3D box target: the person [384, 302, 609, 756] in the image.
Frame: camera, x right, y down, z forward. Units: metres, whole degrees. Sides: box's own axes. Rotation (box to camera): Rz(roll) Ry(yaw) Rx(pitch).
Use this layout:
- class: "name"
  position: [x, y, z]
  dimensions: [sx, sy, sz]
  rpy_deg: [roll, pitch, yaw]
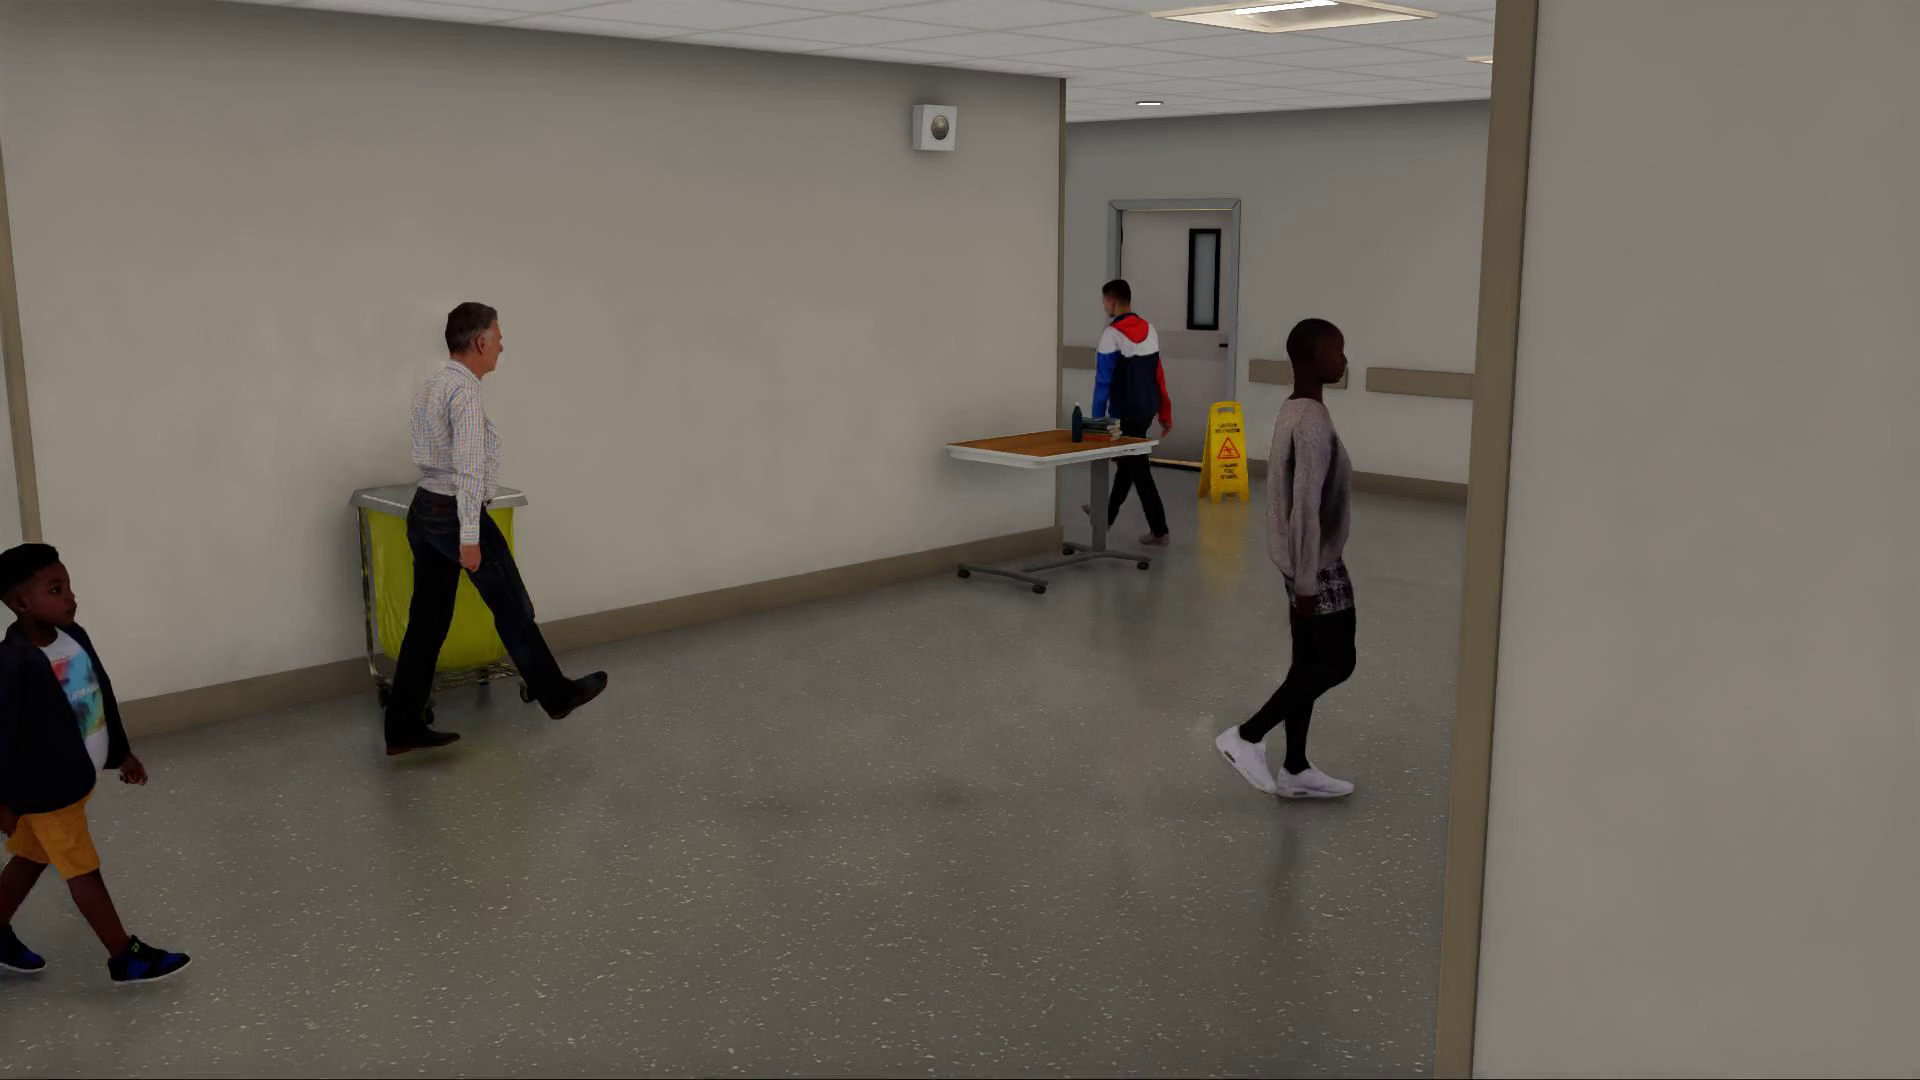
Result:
- class: "person"
  position: [-2.076, -0.010, 6.568]
  dimensions: [0.812, 1.757, 1.120]
  rpy_deg: [-8, 13, -36]

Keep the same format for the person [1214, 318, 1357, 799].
- class: "person"
  position: [1.166, 0.095, 5.998]
  dimensions: [0.907, 1.762, 0.845]
  rpy_deg: [0, 11, 1]

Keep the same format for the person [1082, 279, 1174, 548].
- class: "person"
  position: [1.175, -0.735, 10.779]
  dimensions: [0.764, 1.611, 1.129]
  rpy_deg: [-8, 13, -35]

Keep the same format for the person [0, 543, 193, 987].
- class: "person"
  position: [-2.547, 0.632, 4.551]
  dimensions: [0.933, 1.247, 0.873]
  rpy_deg: [0, 11, 1]
